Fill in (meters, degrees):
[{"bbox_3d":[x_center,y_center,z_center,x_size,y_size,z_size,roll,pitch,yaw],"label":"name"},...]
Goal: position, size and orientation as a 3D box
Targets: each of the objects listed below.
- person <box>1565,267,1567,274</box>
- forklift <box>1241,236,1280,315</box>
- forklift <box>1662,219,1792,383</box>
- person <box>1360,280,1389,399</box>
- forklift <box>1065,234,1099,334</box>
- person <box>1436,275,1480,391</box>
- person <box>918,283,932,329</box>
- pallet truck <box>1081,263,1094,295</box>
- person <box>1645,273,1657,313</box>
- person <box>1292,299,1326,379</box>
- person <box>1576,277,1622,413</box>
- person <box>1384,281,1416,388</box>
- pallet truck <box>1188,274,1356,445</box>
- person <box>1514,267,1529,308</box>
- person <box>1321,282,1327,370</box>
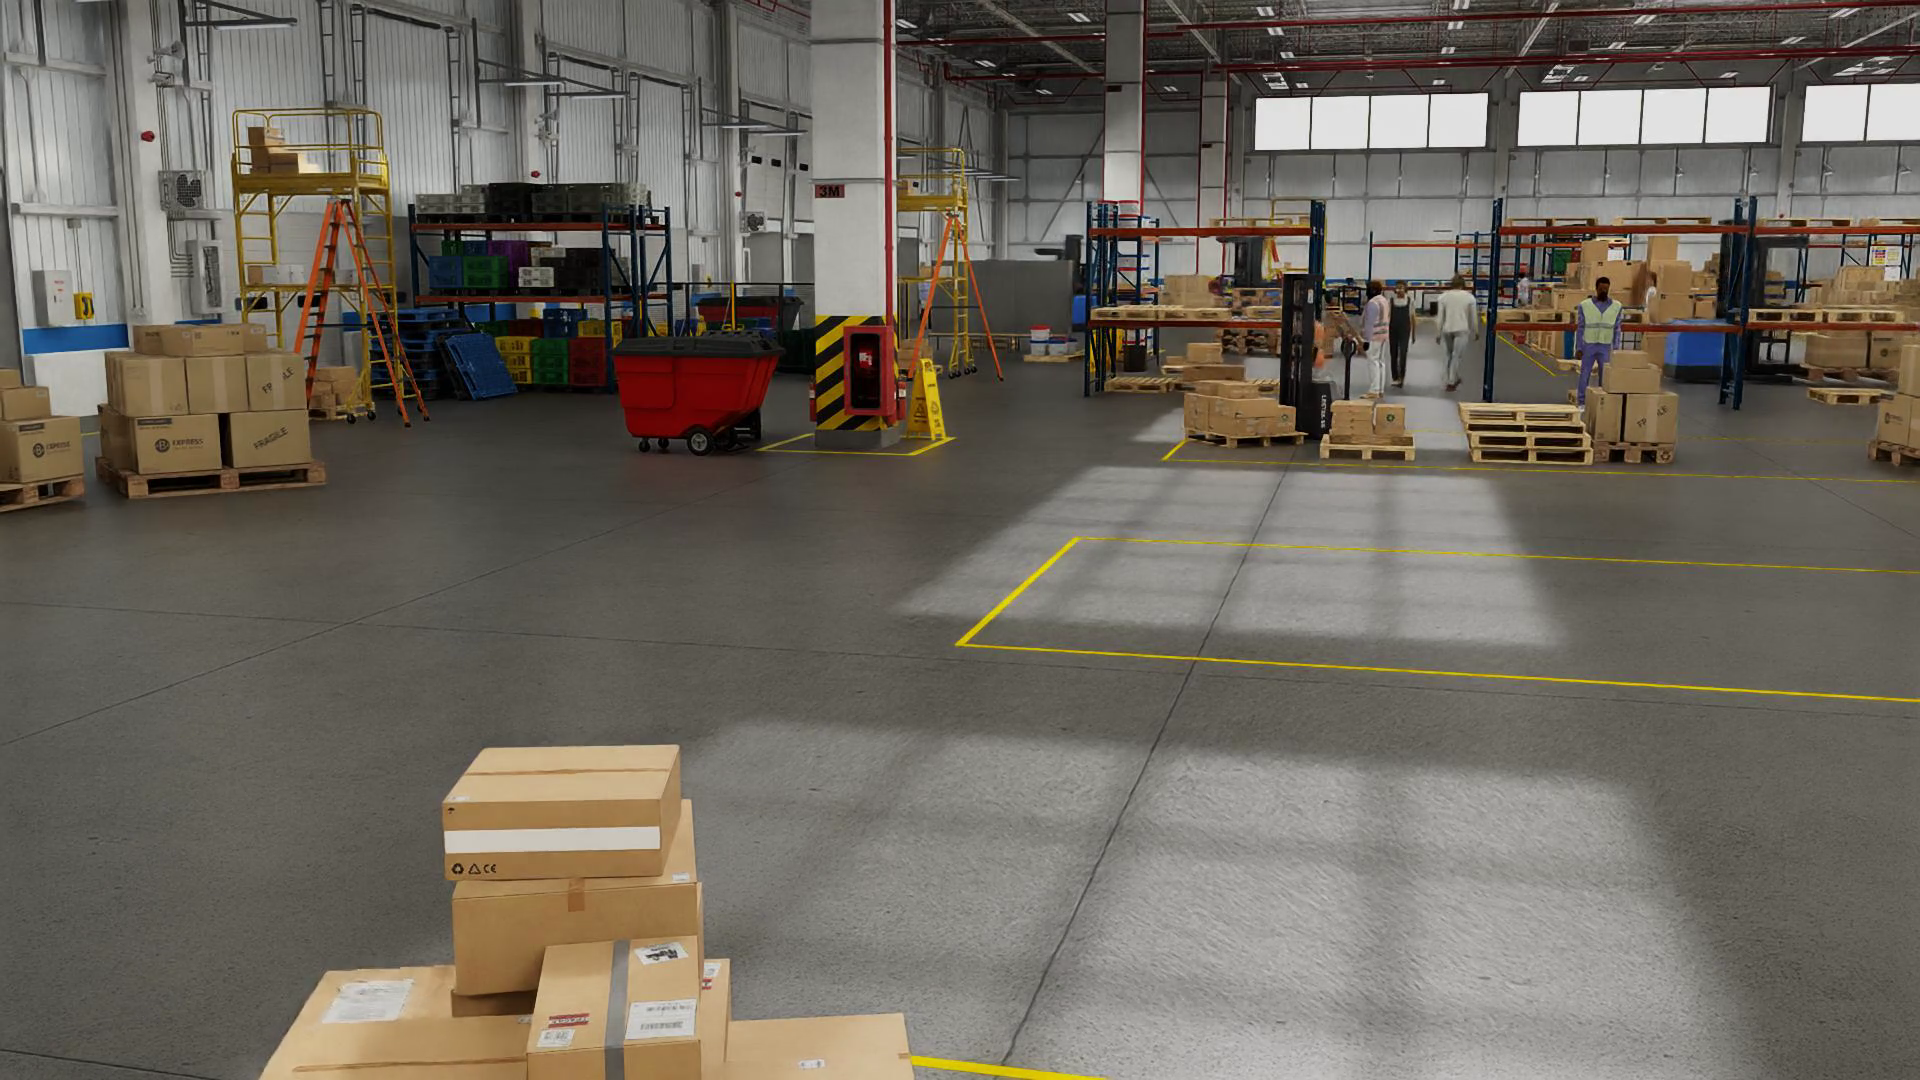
[{"bbox_3d":[19.038,-7.568,51.795,0.798,1.920,0.632,-3,10,-19],"label":"person"},{"bbox_3d":[8.937,-7.892,50.871,1.873,2.768,1.129,-2,10,-12],"label":"forklift"},{"bbox_3d":[13.380,-4.156,28.876,1.873,2.768,1.129,2,10,9],"label":"forklift"},{"bbox_3d":[6.398,-3.095,25.719,0.431,1.833,0.630,5,11,29],"label":"person"},{"bbox_3d":[3.255,-7.325,47.530,1.873,2.768,1.129,2,10,14],"label":"forklift"},{"bbox_3d":[8.188,-3.400,27.356,0.645,1.888,0.993,8,12,38],"label":"person"},{"bbox_3d":[-1.010,-7.365,50.574,0.544,1.930,0.389,-4,11,-23],"label":"person"},{"bbox_3d":[4.325,-8.180,55.162,0.823,1.965,1.885,6,11,31],"label":"pallet truck"},{"bbox_3d":[14.185,-4.529,34.036,0.441,1.870,0.615,3,10,17],"label":"person"},{"bbox_3d":[4.267,-2.156,20.638,0.748,1.652,0.558,-5,11,-27],"label":"person"},{"bbox_3d":[8.947,-2.727,23.336,0.586,1.910,0.395,1,10,7],"label":"person"},{"bbox_3d":[7.367,-3.455,27.956,0.546,1.793,0.970,3,10,18],"label":"person"},{"bbox_3d":[3.653,-2.138,19.590,1.885,1.965,0.823,-4,10,-20],"label":"pallet truck"},{"bbox_3d":[17.337,-7.466,51.303,0.985,1.891,0.565,0,10,-2],"label":"person"},{"bbox_3d":[6.896,-4.127,32.064,0.485,1.739,0.319,-9,13,-42],"label":"person"}]
